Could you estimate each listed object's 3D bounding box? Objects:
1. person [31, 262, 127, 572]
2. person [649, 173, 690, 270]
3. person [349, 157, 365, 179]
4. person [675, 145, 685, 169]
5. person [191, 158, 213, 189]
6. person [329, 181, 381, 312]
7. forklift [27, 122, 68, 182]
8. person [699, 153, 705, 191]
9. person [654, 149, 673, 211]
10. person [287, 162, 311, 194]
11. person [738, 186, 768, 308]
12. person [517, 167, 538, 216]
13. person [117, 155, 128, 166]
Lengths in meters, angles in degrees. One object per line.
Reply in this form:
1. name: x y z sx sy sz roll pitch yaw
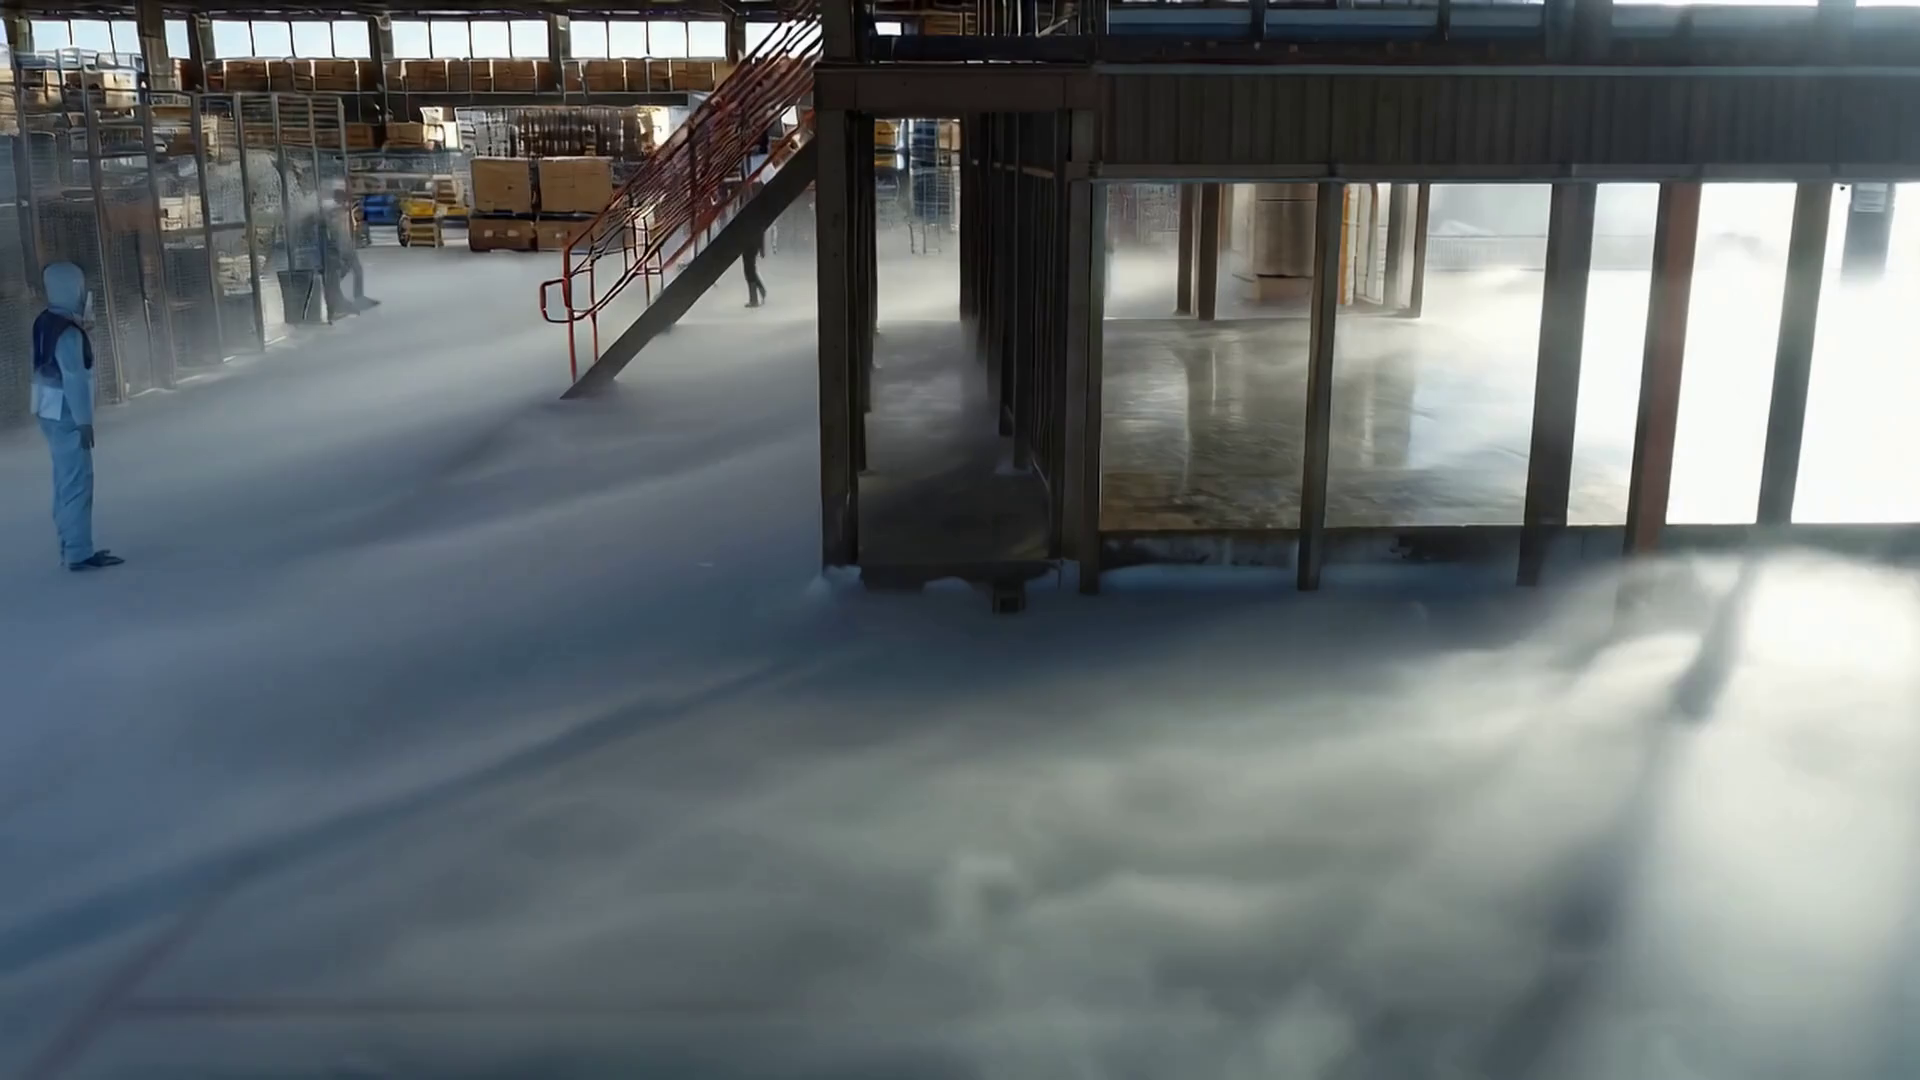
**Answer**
1. person: -5.517 -0.752 10.311 0.383 1.915 0.596 -12 19 -40
2. person: -5.528 -6.043 31.629 0.928 1.835 0.586 -11 18 -38
3. person: -14.897 -8.427 40.897 0.691 1.956 0.641 0 14 0
4. person: -12.905 -17.281 76.625 0.942 1.782 0.589 -6 15 -22
5. person: -23.303 -10.972 51.183 0.659 1.893 0.620 2 14 7
6. person: -9.010 -4.346 24.664 0.579 1.908 0.809 13 19 41
7. forklift: -35.376 -14.773 64.377 1.129 2.768 1.873 -1 14 -2
8. person: -7.982 -11.245 52.237 0.735 1.911 0.556 1 14 3
9. person: -9.178 -11.220 52.026 1.077 1.992 0.609 3 14 13
10. person: -16.187 -8.336 40.771 0.588 1.835 0.403 -12 18 -39
11. person: -3.174 -4.406 25.070 0.545 1.829 0.400 14 19 43
12. person: -10.324 -8.046 39.798 0.487 1.744 0.294 -6 15 -24
13. person: -40.401 -18.152 80.238 0.548 1.711 0.920 -1 14 -4
